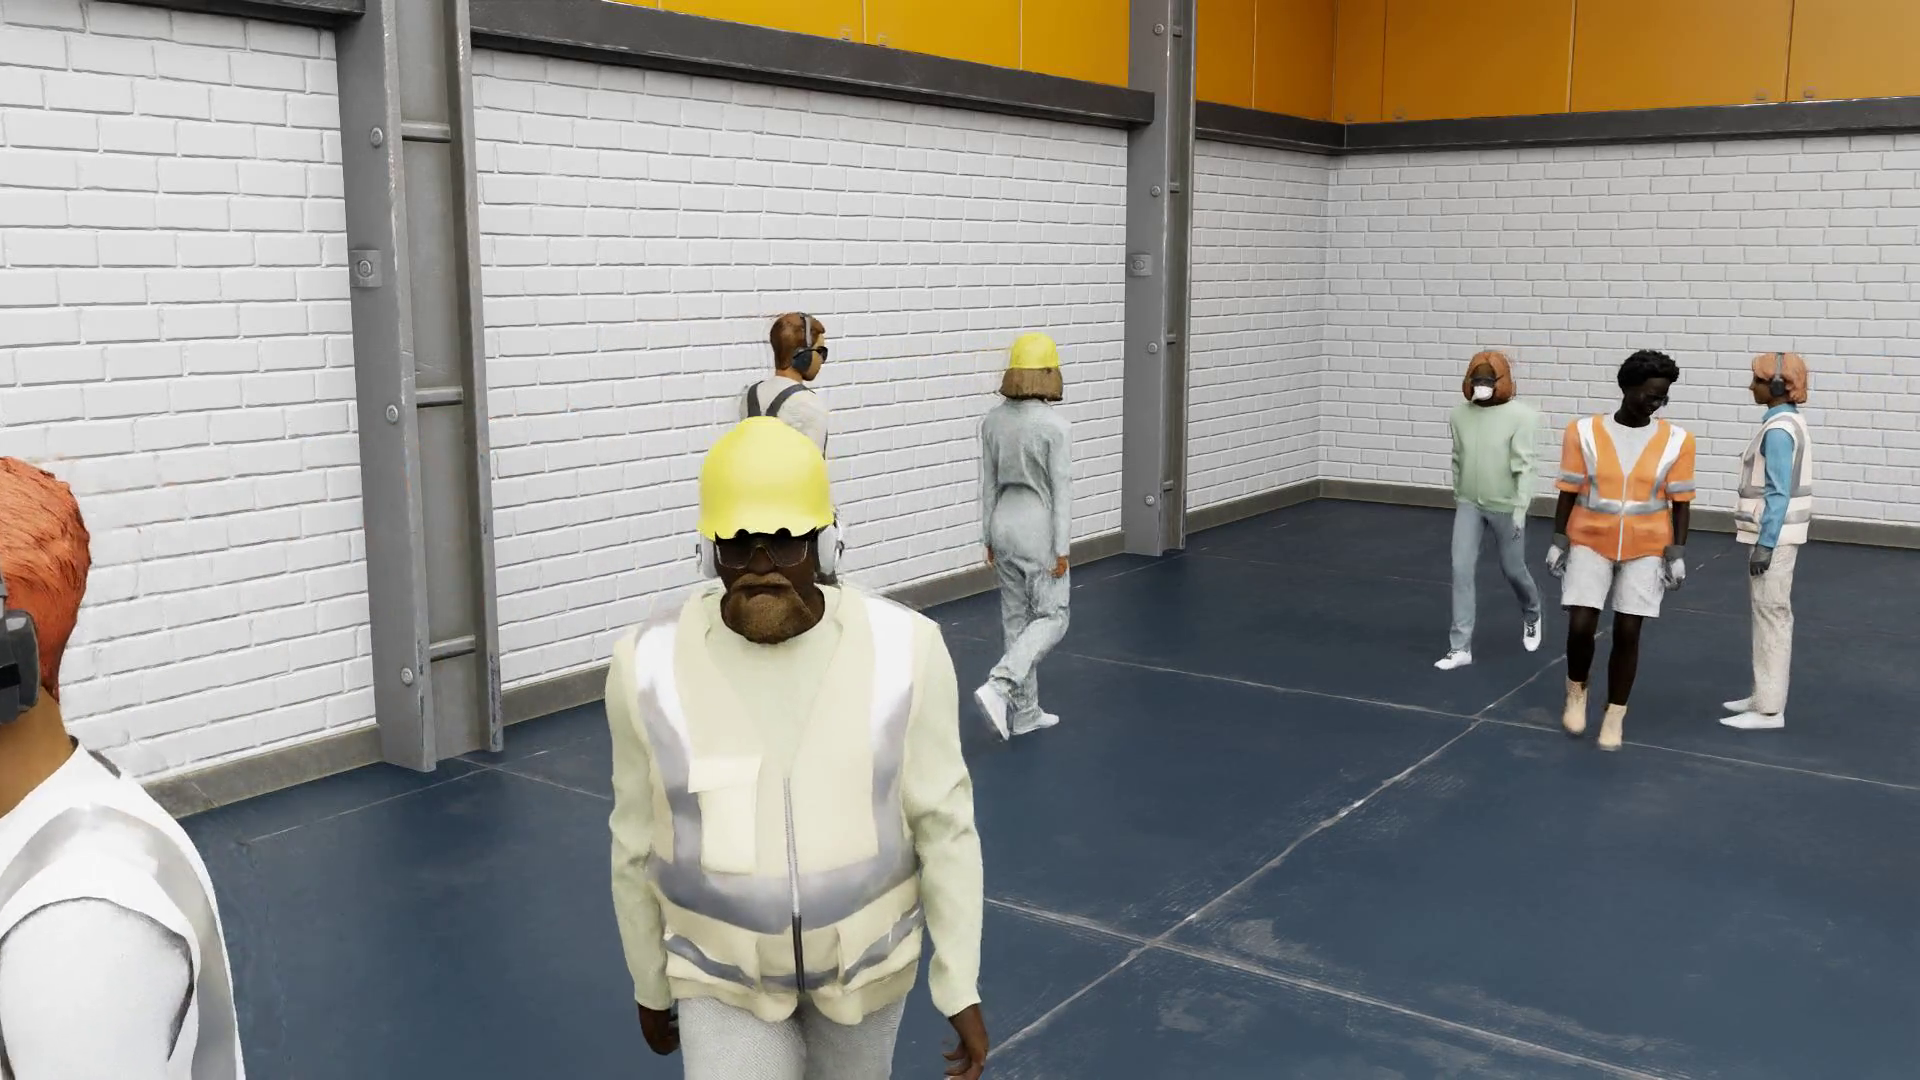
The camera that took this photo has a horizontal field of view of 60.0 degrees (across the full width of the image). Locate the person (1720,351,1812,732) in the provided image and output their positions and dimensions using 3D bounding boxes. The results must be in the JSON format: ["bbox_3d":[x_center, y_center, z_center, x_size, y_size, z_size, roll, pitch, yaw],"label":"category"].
[{"bbox_3d":[3.503,0.007,7.195,0.309,1.636,0.522,5,11,28],"label":"person"}]

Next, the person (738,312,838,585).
[{"bbox_3d":[-0.654,-0.015,6.801,0.537,1.815,0.770,7,12,36],"label":"person"}]

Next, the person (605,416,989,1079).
[{"bbox_3d":[-0.270,0.682,2.746,0.595,1.786,0.930,-2,10,-9],"label":"person"}]

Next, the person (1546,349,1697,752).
[{"bbox_3d":[2.710,0.048,6.837,0.558,1.670,0.373,3,10,18],"label":"person"}]

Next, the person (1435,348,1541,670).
[{"bbox_3d":[2.712,-0.174,8.382,0.789,1.600,0.505,-9,13,-42],"label":"person"}]

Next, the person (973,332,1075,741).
[{"bbox_3d":[0.237,0.002,6.949,0.489,1.731,0.556,9,13,43],"label":"person"}]

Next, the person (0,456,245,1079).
[{"bbox_3d":[-0.779,0.832,1.663,0.847,1.859,0.575,-8,12,-39],"label":"person"}]
